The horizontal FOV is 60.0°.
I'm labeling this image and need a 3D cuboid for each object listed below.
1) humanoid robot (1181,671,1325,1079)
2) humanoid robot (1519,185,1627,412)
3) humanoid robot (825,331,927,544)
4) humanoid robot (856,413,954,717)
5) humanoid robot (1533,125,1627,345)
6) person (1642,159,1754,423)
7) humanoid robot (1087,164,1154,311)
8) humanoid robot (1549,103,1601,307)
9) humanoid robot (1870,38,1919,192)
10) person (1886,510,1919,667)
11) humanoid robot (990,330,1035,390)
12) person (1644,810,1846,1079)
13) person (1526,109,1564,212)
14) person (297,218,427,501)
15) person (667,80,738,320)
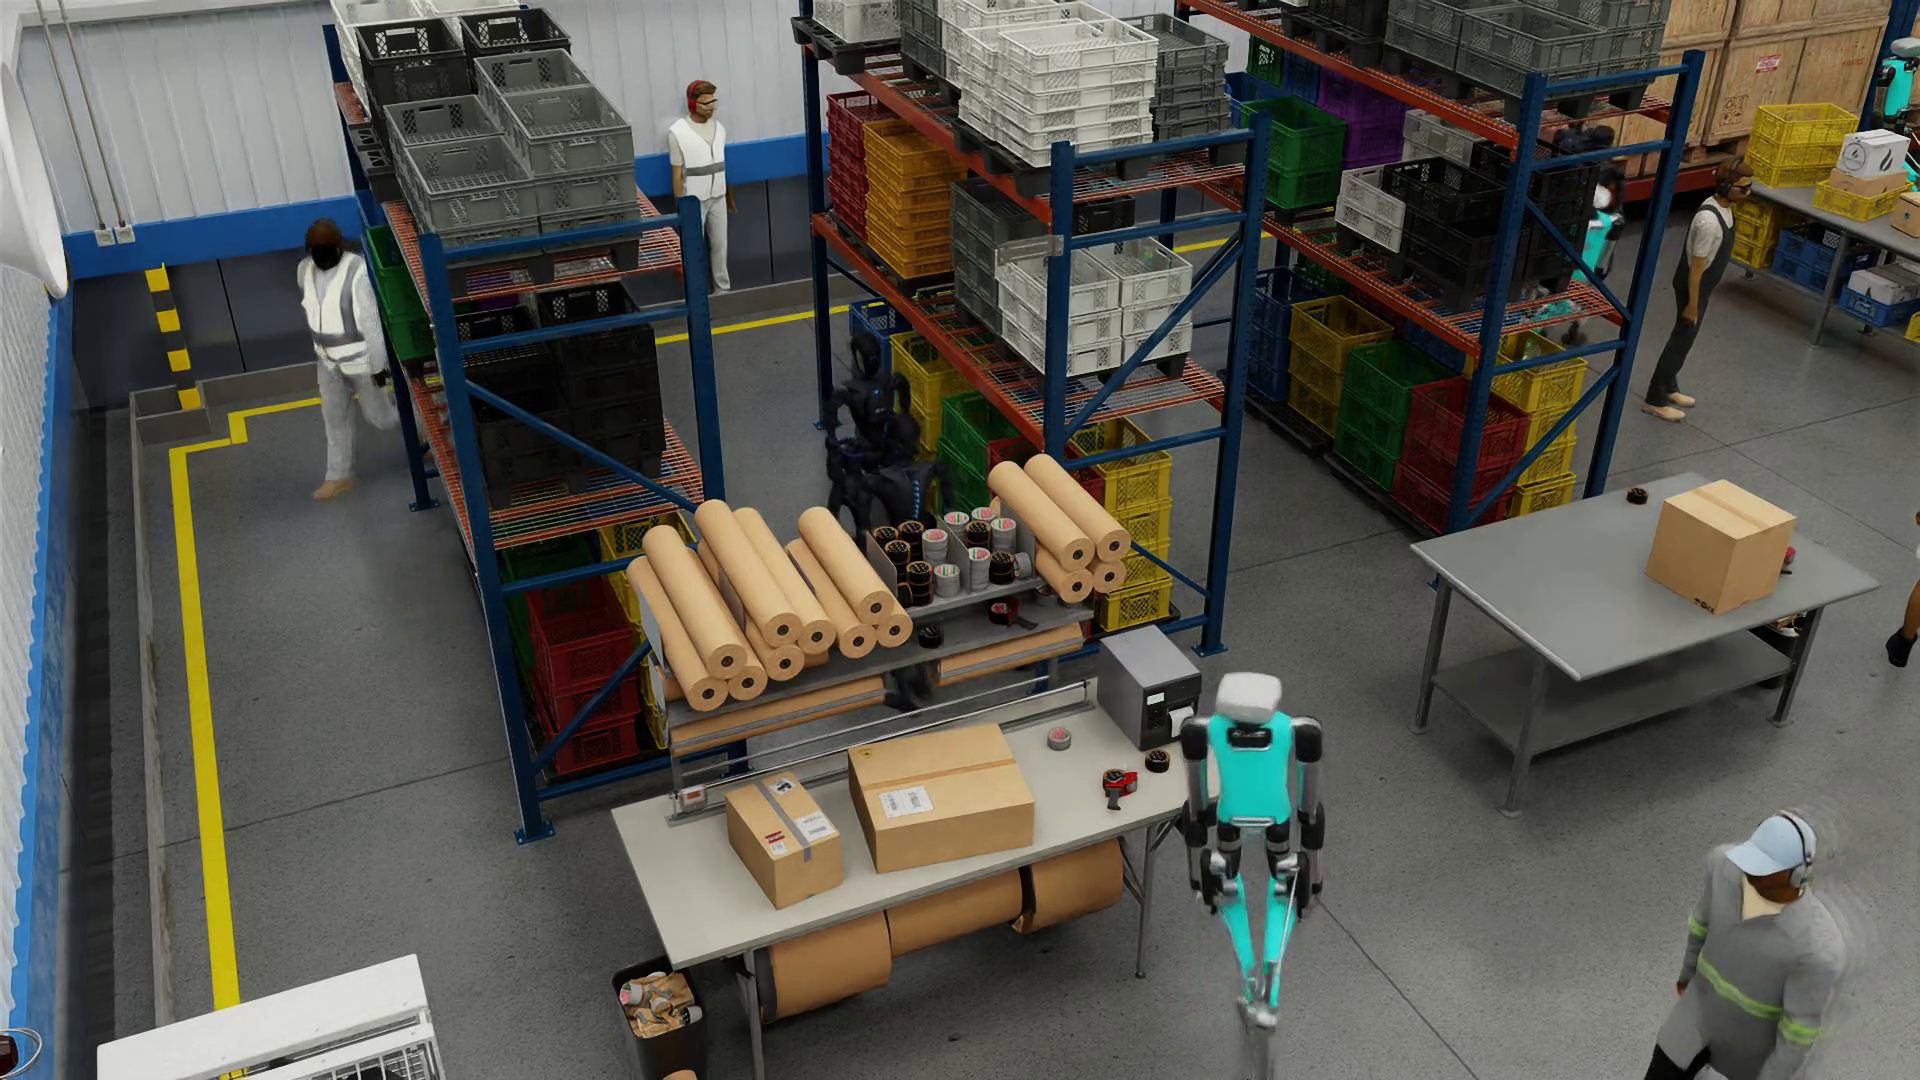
[{"bbox_3d":[1.041,1.426,6.260,0.600,1.762,0.900,9,33,14],"label":"humanoid robot"},{"bbox_3d":[3.962,-1.700,11.352,0.530,1.757,1.047,-4,32,-7],"label":"humanoid robot"},{"bbox_3d":[-0.503,-0.390,9.275,0.605,1.655,0.507,-19,36,-28],"label":"humanoid robot"},{"bbox_3d":[-0.287,0.137,8.420,0.616,1.640,0.355,-17,36,-26],"label":"humanoid robot"},{"bbox_3d":[4.534,-2.232,12.254,0.599,1.641,0.429,23,39,33],"label":"humanoid robot"},{"bbox_3d":[4.976,-1.680,11.210,0.336,1.838,0.506,18,36,26],"label":"person"},{"bbox_3d":[1.250,-2.292,12.312,0.946,1.766,0.543,-5,32,-8],"label":"humanoid robot"},{"bbox_3d":[4.683,-2.576,12.810,0.353,1.641,0.615,-13,34,-20],"label":"humanoid robot"},{"bbox_3d":[7.809,-3.239,13.707,0.533,1.673,0.735,-24,39,-33],"label":"humanoid robot"},{"bbox_3d":[5.291,-0.157,8.634,0.551,1.935,0.357,18,36,26],"label":"person"},{"bbox_3d":[0.348,-1.834,11.663,0.583,1.615,0.794,-20,37,-29],"label":"humanoid robot"},{"bbox_3d":[2.671,1.671,5.793,0.956,1.796,0.608,-13,34,-20],"label":"person"},{"bbox_3d":[4.664,-2.988,13.405,0.344,1.761,0.527,24,39,34],"label":"person"},{"bbox_3d":[-3.782,-1.157,10.371,0.642,1.815,0.758,13,34,21],"label":"person"},{"bbox_3d":[-1.962,-2.608,12.714,0.390,1.836,0.564,26,40,35],"label":"person"}]
